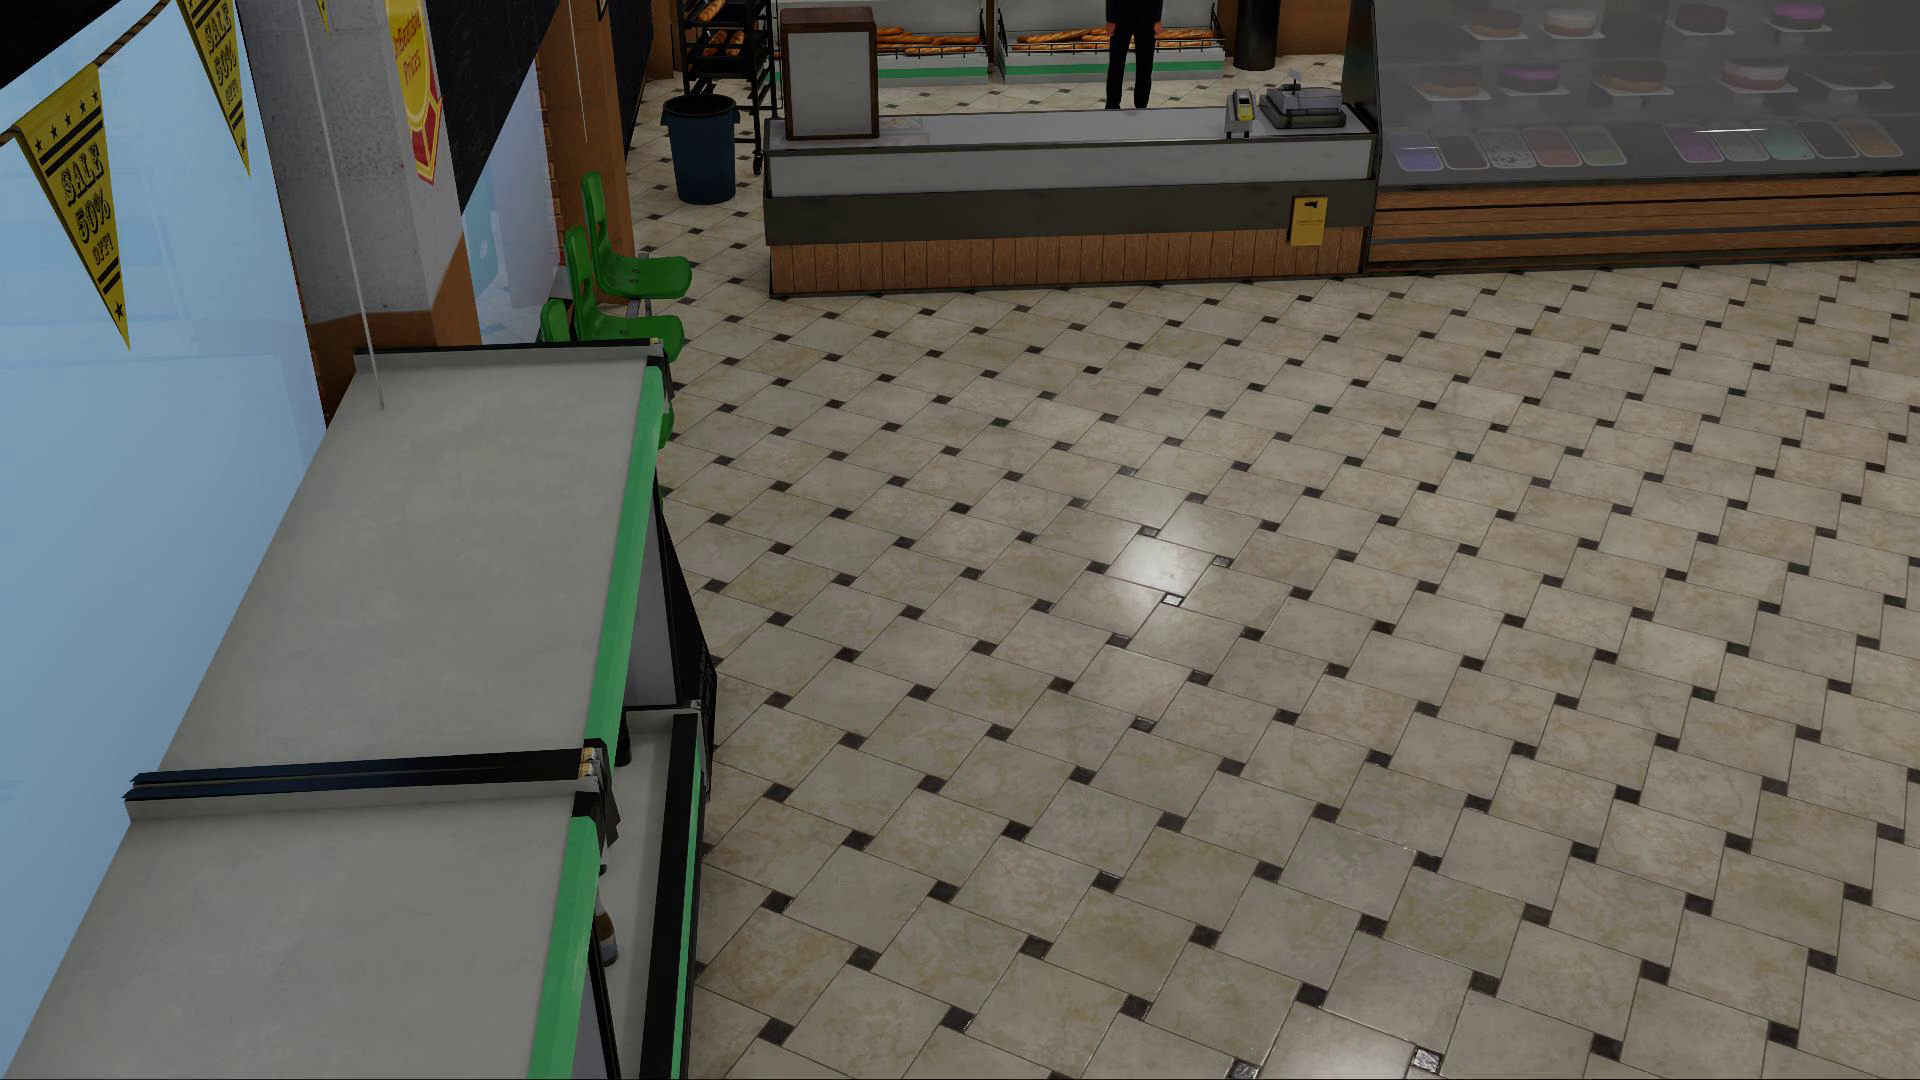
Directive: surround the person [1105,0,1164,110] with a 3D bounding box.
[{"bbox_3d":[1.416,-4.247,13.479,0.612,1.868,0.569,-3,32,-5],"label":"person"}]
